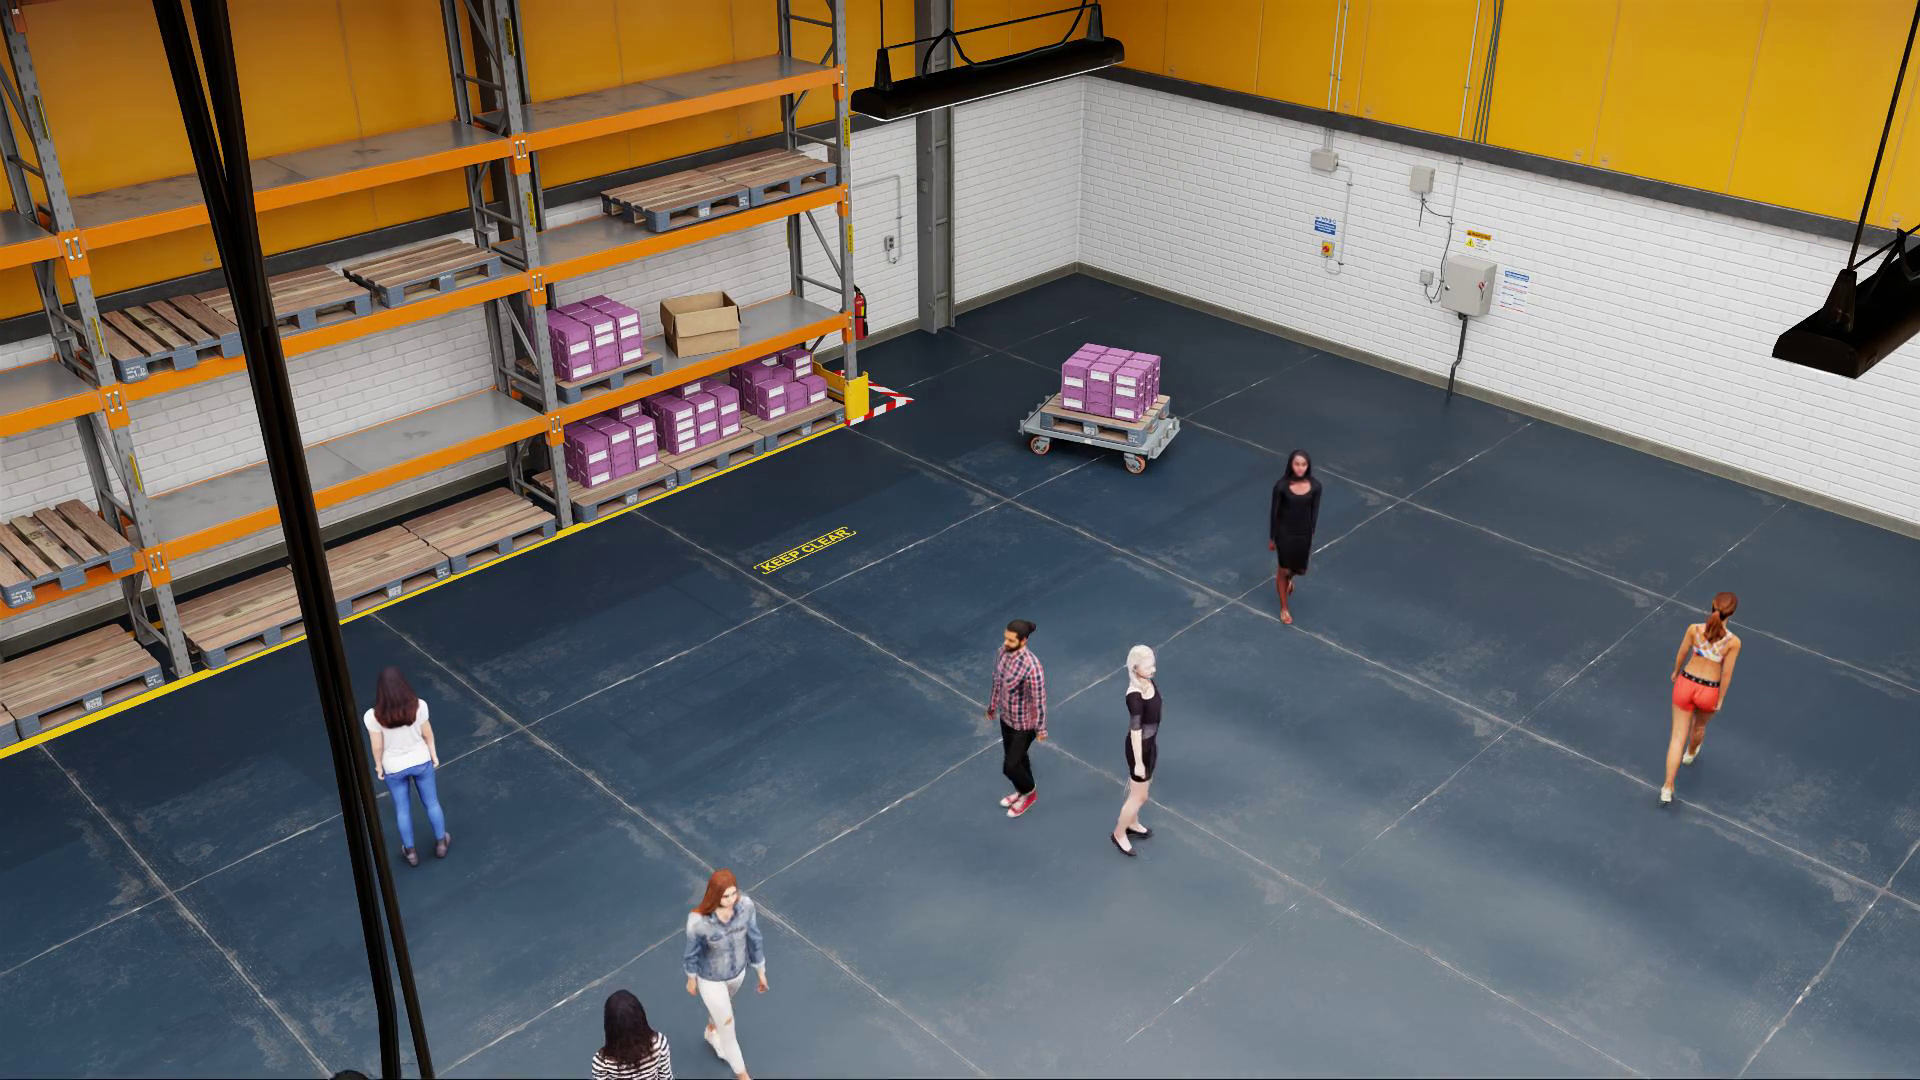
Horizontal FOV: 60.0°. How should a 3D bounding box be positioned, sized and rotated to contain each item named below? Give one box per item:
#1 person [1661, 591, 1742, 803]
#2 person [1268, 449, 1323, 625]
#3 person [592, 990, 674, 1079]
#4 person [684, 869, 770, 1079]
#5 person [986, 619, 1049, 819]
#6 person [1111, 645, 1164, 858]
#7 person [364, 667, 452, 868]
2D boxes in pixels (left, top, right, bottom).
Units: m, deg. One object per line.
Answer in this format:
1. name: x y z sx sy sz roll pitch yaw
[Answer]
1. person: 5.726 1.245 12.989 0.787 1.745 1.200 17 33 28
2. person: 3.066 -0.073 15.444 0.871 1.709 0.924 -1 29 -2
3. person: -1.753 3.311 9.201 1.168 1.746 0.882 -15 32 -26
4. person: -1.534 2.681 10.454 1.062 1.651 0.794 -19 34 -31
5. person: 0.529 1.332 12.820 0.740 1.754 0.760 -12 31 -21
6. person: 1.339 1.547 12.355 0.765 1.824 0.656 4 29 7
7. person: -4.068 1.677 12.263 0.592 1.683 0.730 -11 31 -20
